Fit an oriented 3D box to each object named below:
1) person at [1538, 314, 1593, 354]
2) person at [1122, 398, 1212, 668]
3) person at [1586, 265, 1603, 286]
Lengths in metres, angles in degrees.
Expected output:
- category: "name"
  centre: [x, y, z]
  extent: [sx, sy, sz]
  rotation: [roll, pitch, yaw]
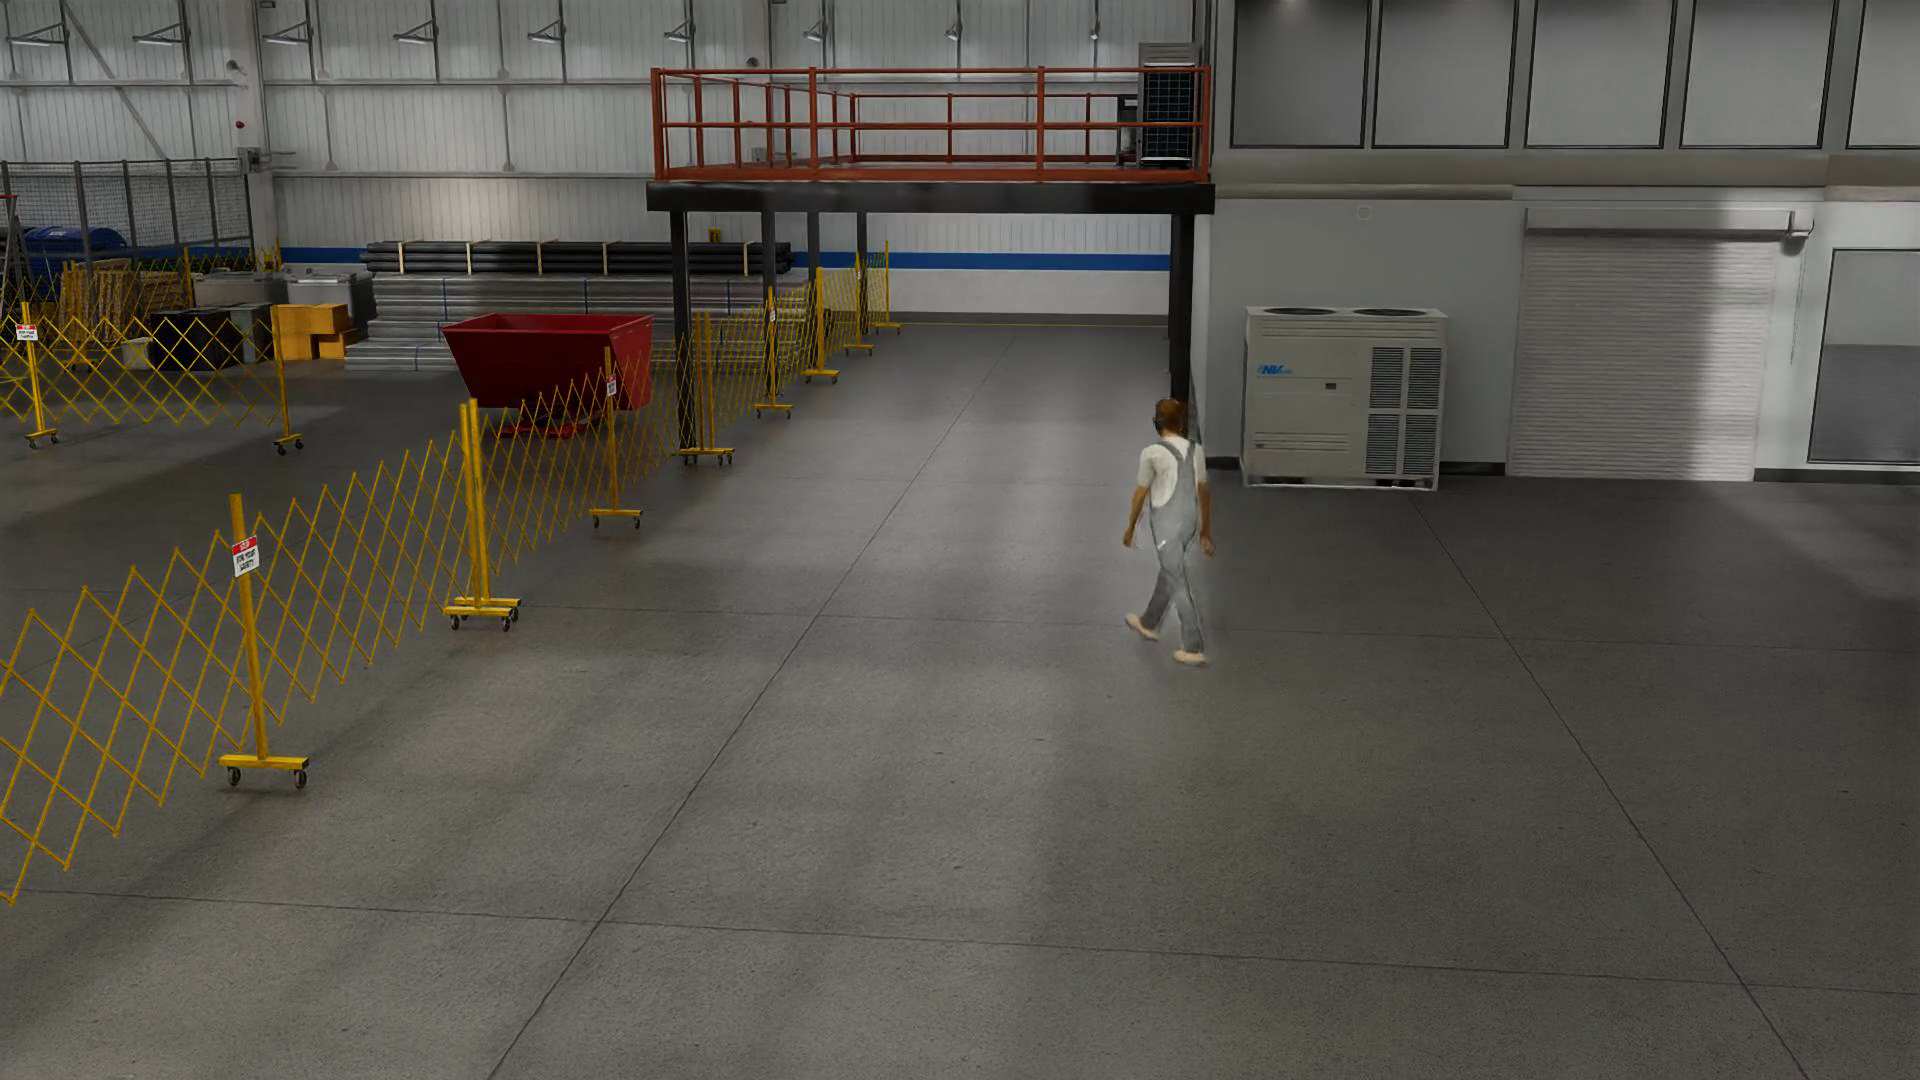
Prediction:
- category: "person"
  centre: [7.057, -2.088, 19.434]
  extent: [0.791, 1.864, 0.461]
  rotation: [8, 16, 29]
- category: "person"
  centre: [1.436, -0.073, 11.381]
  extent: [0.509, 1.789, 0.980]
  rotation: [-9, 16, -33]
- category: "person"
  centre: [9.311, -3.361, 24.637]
  extent: [0.508, 1.864, 0.329]
  rotation: [-12, 18, -39]
